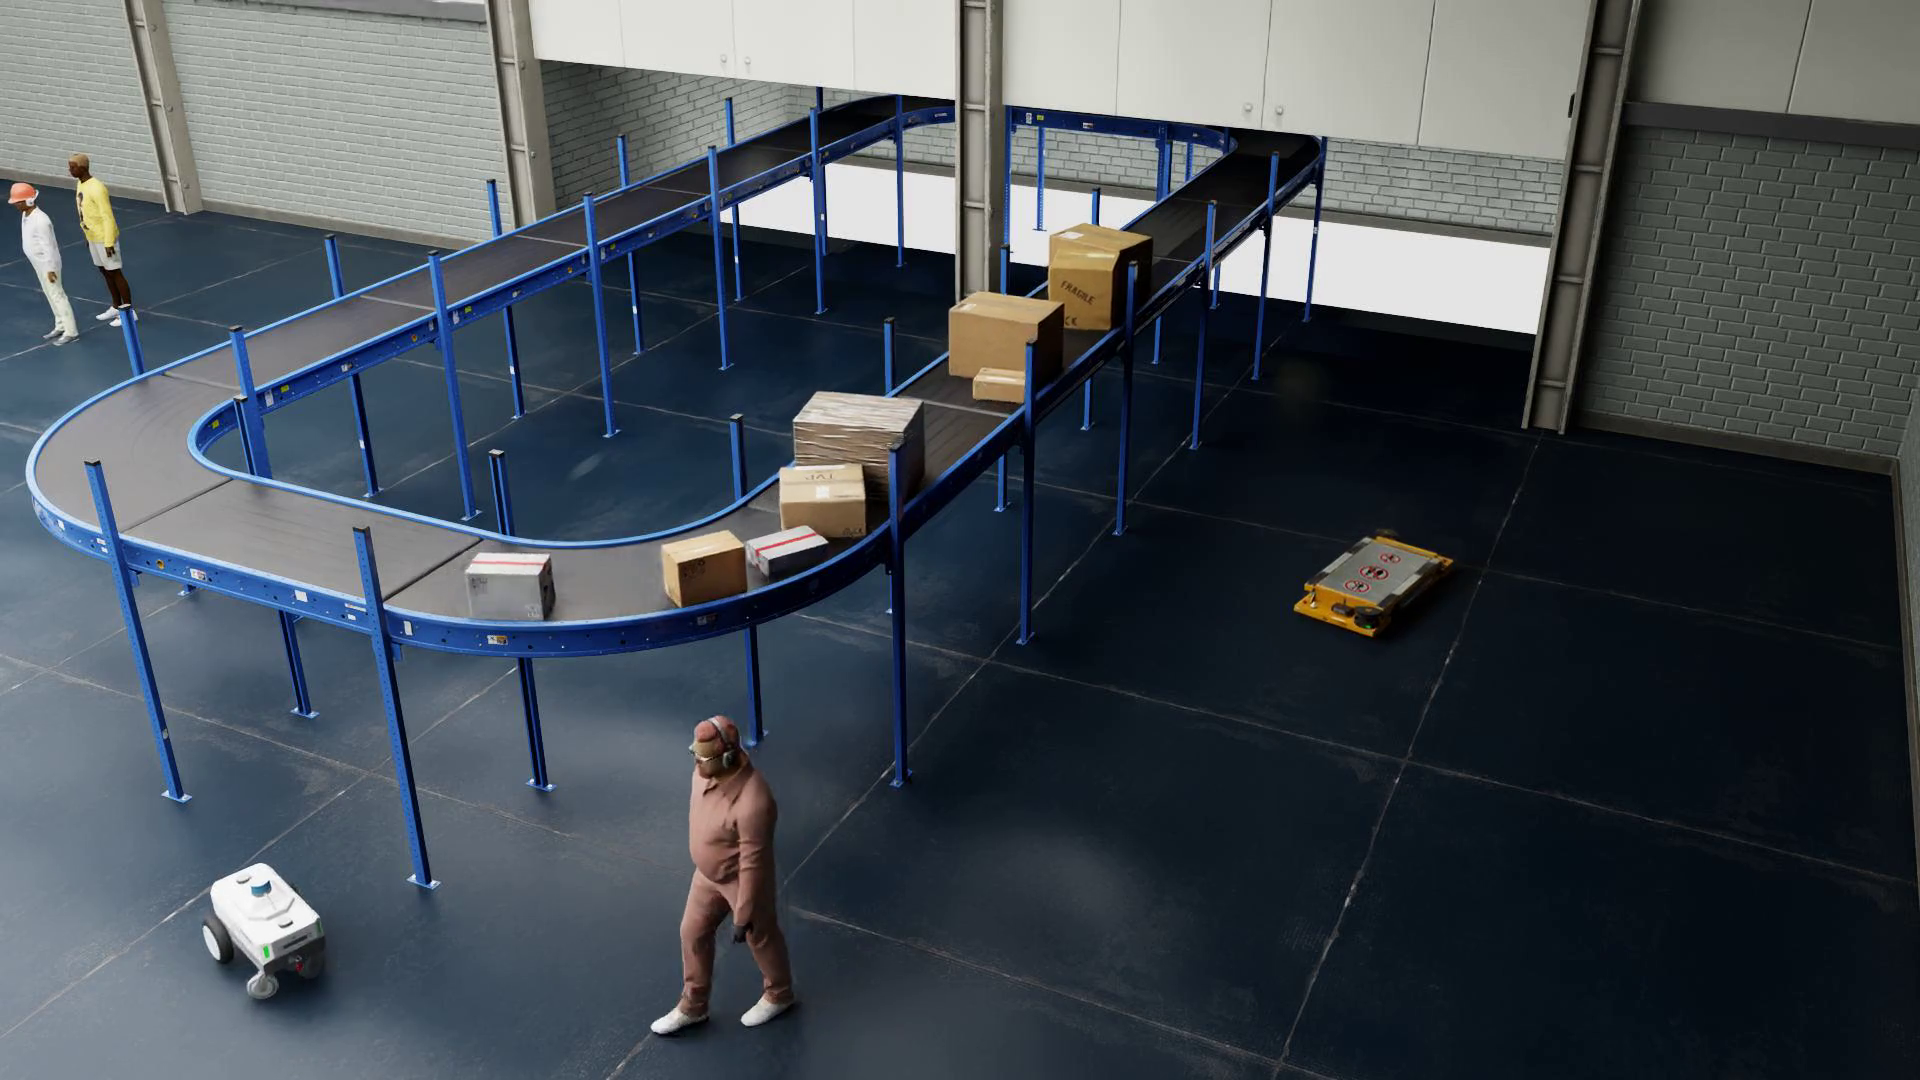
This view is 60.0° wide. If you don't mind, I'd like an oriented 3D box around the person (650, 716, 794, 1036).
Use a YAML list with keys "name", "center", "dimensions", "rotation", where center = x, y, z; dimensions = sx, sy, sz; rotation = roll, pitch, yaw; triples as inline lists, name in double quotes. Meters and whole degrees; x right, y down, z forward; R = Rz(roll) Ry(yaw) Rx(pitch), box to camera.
- name: "person"
  center: [-1.217, 1.707, 8.231]
  dimensions: [0.846, 1.868, 0.672]
  rotation: [-18, 31, -32]

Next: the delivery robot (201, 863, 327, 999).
- name: "delivery robot"
  center: [-3.748, 2.066, 8.990]
  dimensions: [0.503, 0.594, 0.765]
  rotation: [-24, 35, -39]

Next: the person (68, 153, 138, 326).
- name: "person"
  center: [-9.458, -3.315, 18.324]
  dimensions: [0.555, 1.897, 0.355]
  rotation: [22, 34, 38]

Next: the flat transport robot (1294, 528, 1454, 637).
- name: "flat transport robot"
  center: [3.215, 0.316, 12.839]
  dimensions: [0.659, 0.231, 1.431]
  rotation: [19, 32, 34]

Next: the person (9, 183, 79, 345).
- name: "person"
  center: [-9.811, -2.959, 17.779]
  dimensions: [0.349, 1.743, 0.561]
  rotation: [-24, 35, -39]
